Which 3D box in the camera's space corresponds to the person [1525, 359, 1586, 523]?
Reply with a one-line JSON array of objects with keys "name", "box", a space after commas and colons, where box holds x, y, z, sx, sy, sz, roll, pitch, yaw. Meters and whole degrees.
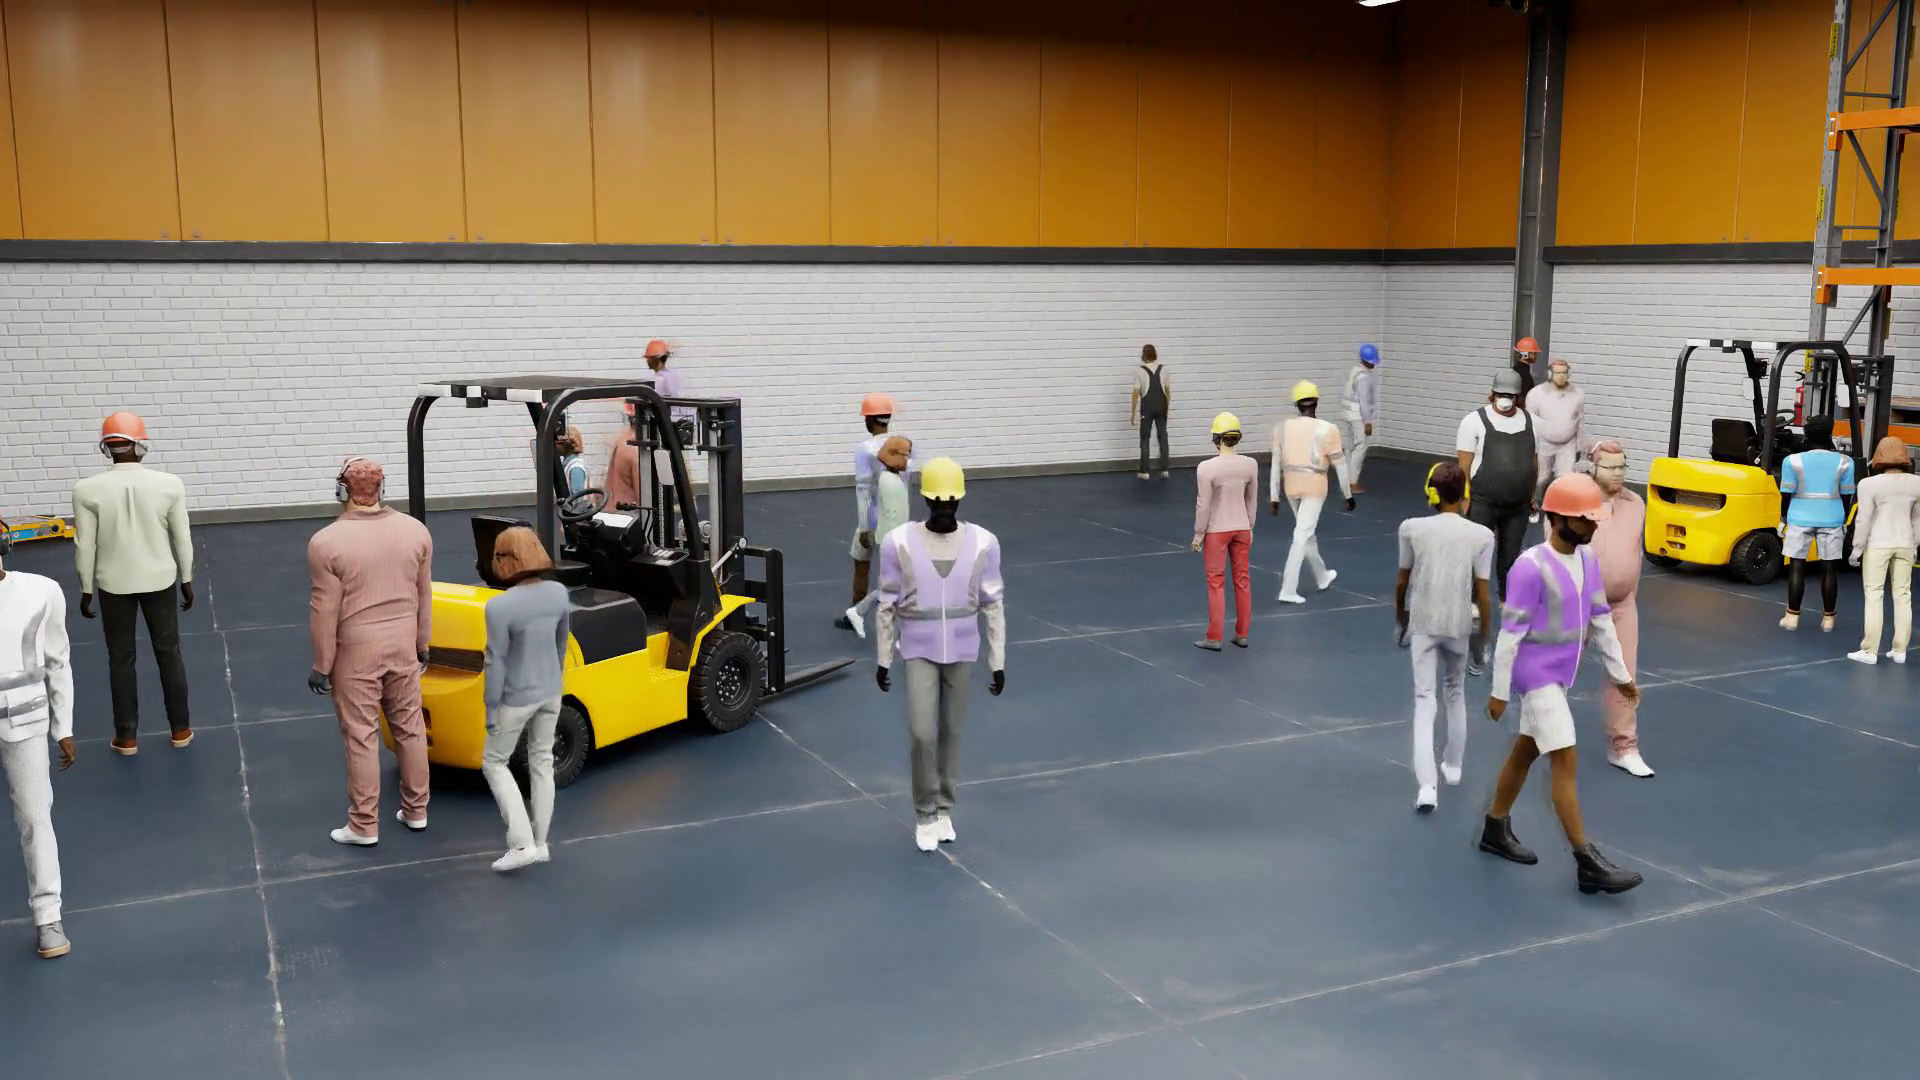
[{"name": "person", "box": [6.458, -1.051, 18.150, 0.655, 1.877, 0.889, 1, 9, 7]}]

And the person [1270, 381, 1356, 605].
[{"name": "person", "box": [2.989, -0.411, 14.180, 1.034, 1.854, 0.620, -9, 13, -44]}]

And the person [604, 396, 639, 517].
[{"name": "person", "box": [-2.322, -0.114, 12.103, 1.014, 1.932, 0.631, -4, 10, -22]}]

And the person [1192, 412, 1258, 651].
[{"name": "person", "box": [1.955, -0.059, 12.301, 0.523, 1.769, 0.314, -4, 10, -24]}]

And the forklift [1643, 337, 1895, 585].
[{"name": "forklift", "box": [7.551, -0.789, 15.507, 2.313, 2.155, 1.214, -4, 10, -25]}]

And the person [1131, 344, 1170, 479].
[{"name": "person", "box": [2.590, -1.719, 22.426, 0.593, 1.821, 0.470, -2, 9, -9]}]

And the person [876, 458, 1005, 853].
[{"name": "person", "box": [-0.077, 0.558, 8.014, 0.621, 1.905, 0.611, -2, 9, -10]}]

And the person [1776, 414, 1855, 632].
[{"name": "person", "box": [6.645, -0.129, 12.943, 0.535, 1.699, 0.322, 3, 10, 16]}]

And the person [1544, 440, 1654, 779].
[{"name": "person", "box": [3.610, 0.344, 9.525, 0.660, 1.862, 0.994, -2, 9, -12]}]

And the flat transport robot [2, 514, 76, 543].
[{"name": "flat transport robot", "box": [-9.860, -0.078, 17.041, 0.652, 0.197, 1.431, 6, 11, 32]}]

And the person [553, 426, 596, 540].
[{"name": "person", "box": [-2.957, -0.070, 12.820, 0.326, 1.626, 0.528, -4, 10, -24]}]

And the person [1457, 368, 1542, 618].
[{"name": "person", "box": [4.371, -0.374, 13.405, 0.684, 2.000, 0.536, -1, 9, -6]}]

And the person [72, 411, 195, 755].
[{"name": "person", "box": [-4.801, 0.248, 9.693, 0.622, 1.990, 0.391, -6, 11, -32]}]

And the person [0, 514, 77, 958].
[{"name": "person", "box": [-3.892, 0.784, 6.711, 0.579, 1.882, 0.352, -5, 10, -28]}]

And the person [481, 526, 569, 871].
[{"name": "person", "box": [-2.043, 0.738, 7.780, 0.358, 1.631, 0.522, 6, 11, 35]}]

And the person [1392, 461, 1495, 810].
[{"name": "person", "box": [2.546, 0.490, 8.794, 0.486, 1.822, 0.932, 1, 9, 9]}]

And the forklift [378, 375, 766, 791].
[{"name": "forklift", "box": [-2.268, 0.149, 9.685, 1.214, 2.155, 2.313, 6, 11, 32]}]

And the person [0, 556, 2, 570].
[{"name": "person", "box": [-7.227, 0.012, 12.250, 0.307, 1.641, 0.513, -2, 9, -12]}]

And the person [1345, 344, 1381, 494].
[{"name": "person", "box": [5.089, -1.547, 21.163, 0.399, 1.900, 0.761, 1, 9, 6]}]

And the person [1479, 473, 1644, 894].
[{"name": "person", "box": [2.783, 0.640, 7.581, 0.561, 1.890, 0.965, -8, 12, -42]}]

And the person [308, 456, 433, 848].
[{"name": "person", "box": [-2.890, 0.541, 8.141, 0.407, 1.910, 0.639, 8, 12, 40]}]

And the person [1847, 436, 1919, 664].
[{"name": "person", "box": [6.612, 0.075, 11.877, 0.498, 1.633, 0.284, 0, 9, -2]}]

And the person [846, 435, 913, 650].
[{"name": "person", "box": [-0.528, 0.024, 12.254, 0.561, 1.609, 0.521, 0, 9, 3]}]

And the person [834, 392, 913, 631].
[{"name": "person", "box": [-0.581, -0.185, 12.700, 0.554, 1.900, 0.966, -8, 12, -40]}]

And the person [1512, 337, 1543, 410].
[{"name": "person", "box": [6.955, -1.507, 20.574, 0.394, 1.992, 0.622, 2, 9, 10]}]

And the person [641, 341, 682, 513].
[{"name": "person", "box": [-3.557, -1.302, 19.299, 1.017, 1.991, 0.638, 2, 9, 11]}]
